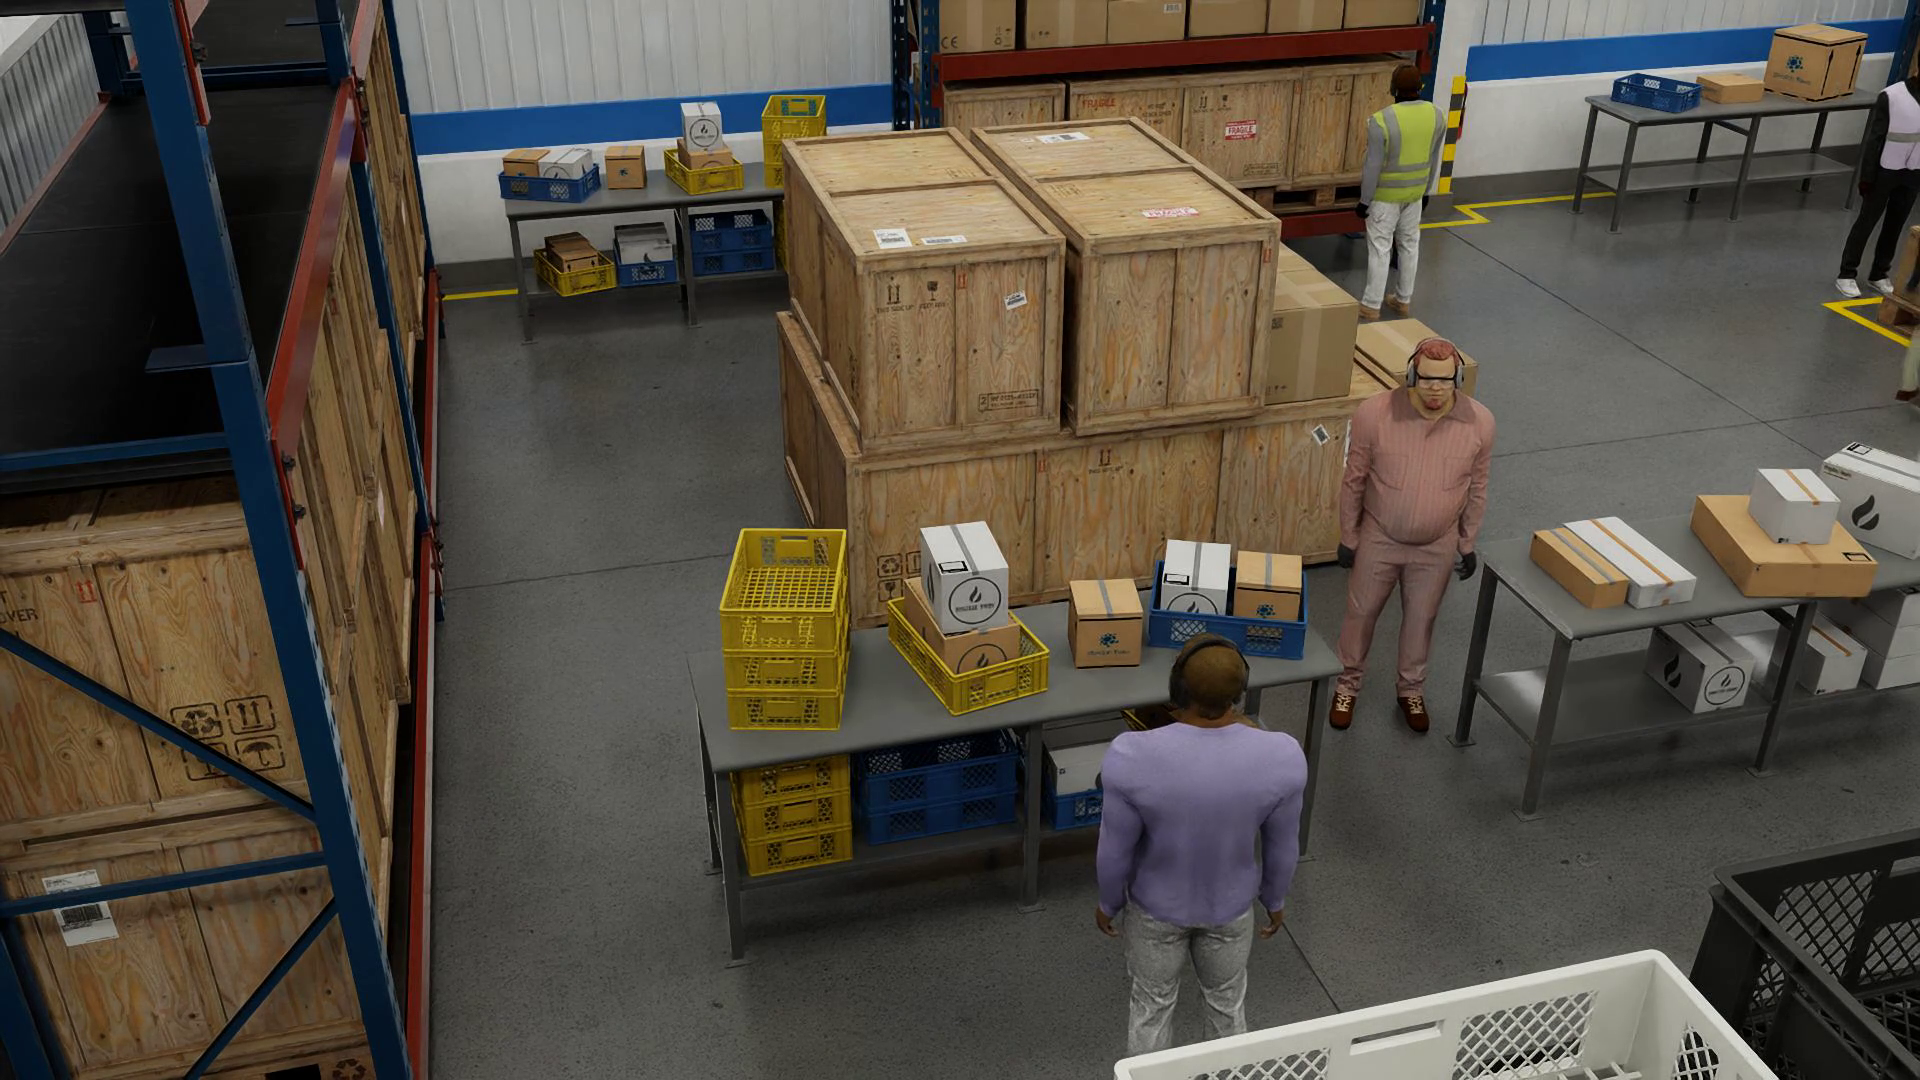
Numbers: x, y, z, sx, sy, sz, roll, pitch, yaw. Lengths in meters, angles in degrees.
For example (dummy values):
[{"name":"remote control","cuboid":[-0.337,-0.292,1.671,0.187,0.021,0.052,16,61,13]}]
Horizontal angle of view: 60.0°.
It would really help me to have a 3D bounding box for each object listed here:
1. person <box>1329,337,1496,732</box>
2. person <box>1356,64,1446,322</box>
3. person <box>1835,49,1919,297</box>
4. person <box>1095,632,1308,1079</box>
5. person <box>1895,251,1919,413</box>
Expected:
[{"name":"person","cuboid":[1.997,-0.002,7.408,0.636,1.911,0.404,3,29,5]},{"name":"person","cuboid":[3.134,-2.500,12.012,0.626,1.840,0.430,-11,31,-19]},{"name":"person","cuboid":[6.996,-2.762,12.420,0.593,1.910,0.385,-3,29,-6]},{"name":"person","cuboid":[0.741,1.140,5.304,0.637,1.937,0.357,-1,29,-1]},{"name":"person","cuboid":[6.322,-1.700,10.543,0.361,1.876,0.538,-21,35,-33]}]
